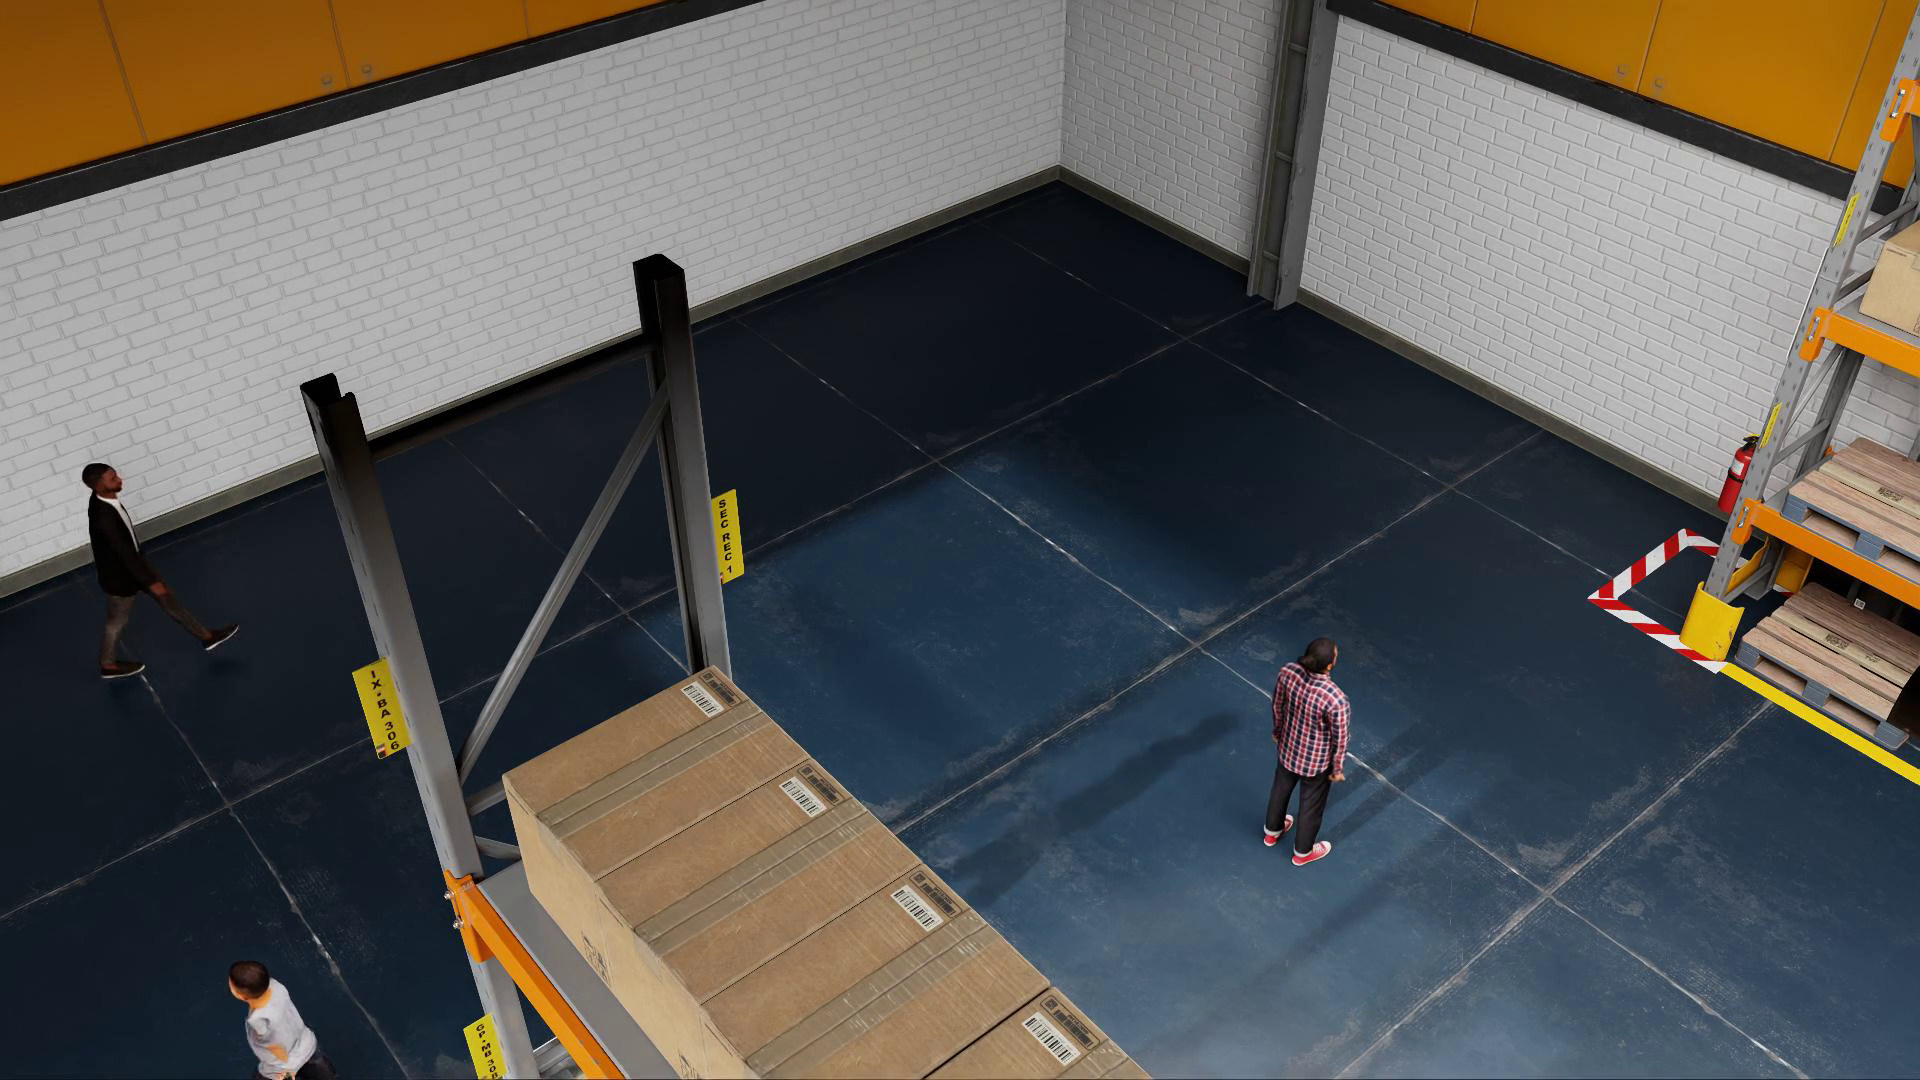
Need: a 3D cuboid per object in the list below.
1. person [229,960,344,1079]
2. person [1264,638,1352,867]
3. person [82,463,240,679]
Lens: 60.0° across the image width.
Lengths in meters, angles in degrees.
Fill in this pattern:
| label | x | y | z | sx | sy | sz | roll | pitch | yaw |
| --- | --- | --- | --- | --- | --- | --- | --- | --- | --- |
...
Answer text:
| label | x | y | z | sx | sy | sz | roll | pitch | yaw |
| --- | --- | --- | --- | --- | --- | --- | --- | --- | --- |
| person | -3.444 | 2.635 | 8.639 | 1.025 | 1.428 | 0.933 | 6 | 39 | 7 |
| person | 2.105 | 1.266 | 10.087 | 0.754 | 1.760 | 0.534 | -30 | 48 | -32 |
| person | -5.787 | 0.268 | 11.354 | 1.004 | 1.740 | 1.214 | -13 | 40 | -16 |
